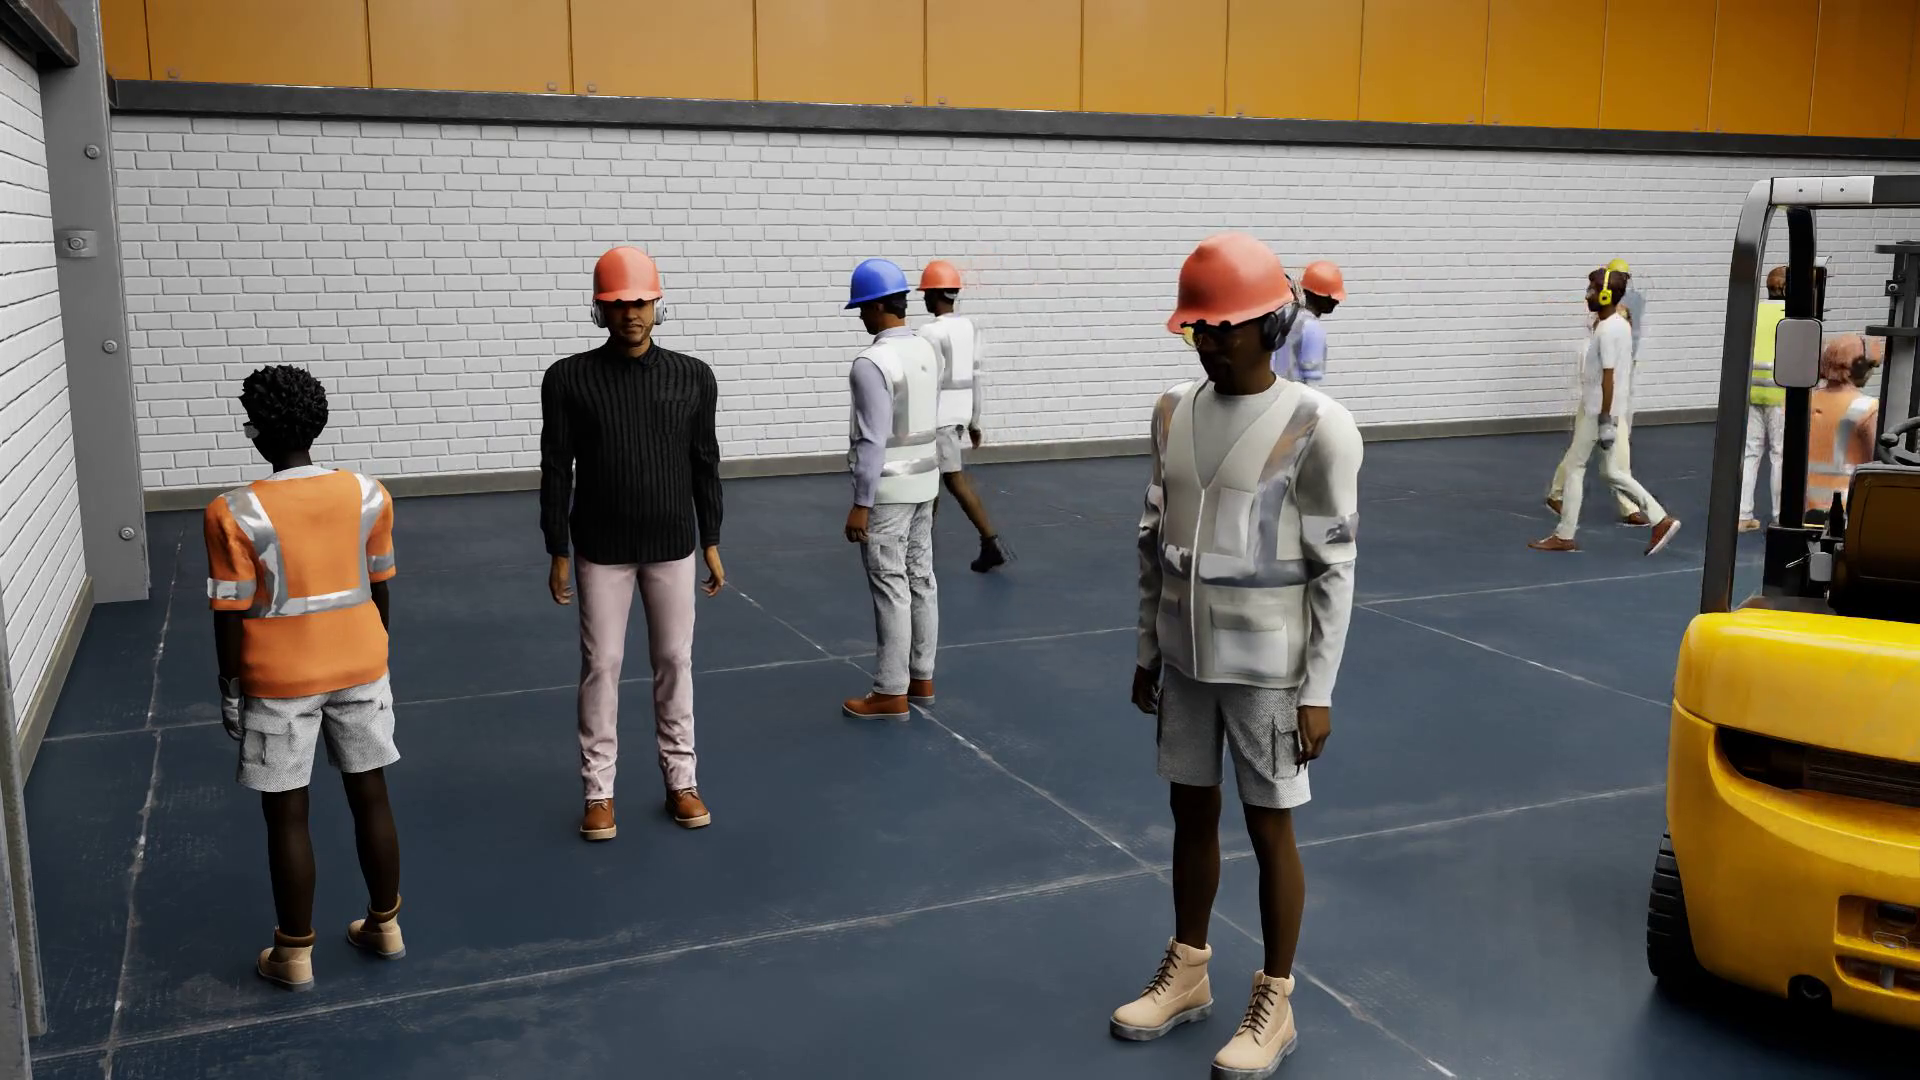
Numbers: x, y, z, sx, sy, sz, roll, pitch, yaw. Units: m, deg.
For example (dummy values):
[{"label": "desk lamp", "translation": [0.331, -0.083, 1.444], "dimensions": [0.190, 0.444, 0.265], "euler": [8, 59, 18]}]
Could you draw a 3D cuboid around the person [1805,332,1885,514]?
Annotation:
[{"label": "person", "translation": [3.798, -0.094, 7.255], "dimensions": [0.436, 1.621, 0.535], "euler": [-2, 11, -12]}]

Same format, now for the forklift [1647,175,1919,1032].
[{"label": "forklift", "translation": [2.810, 0.094, 4.662], "dimensions": [1.214, 2.155, 2.313], "euler": [7, 12, 34]}]

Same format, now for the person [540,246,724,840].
[{"label": "person", "translation": [-1.102, 0.015, 5.645], "dimensions": [0.621, 1.994, 0.381], "euler": [-4, 11, -21]}]

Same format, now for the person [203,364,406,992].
[{"label": "person", "translation": [-1.762, 0.373, 4.514], "dimensions": [0.320, 1.694, 0.531], "euler": [9, 14, 41]}]

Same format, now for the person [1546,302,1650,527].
[{"label": "person", "translation": [4.573, -0.907, 11.862], "dimensions": [0.500, 1.583, 0.907], "euler": [-4, 11, -22]}]

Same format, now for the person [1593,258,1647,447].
[{"label": "person", "translation": [6.326, -1.796, 16.084], "dimensions": [0.591, 1.829, 0.404], "euler": [-5, 12, -27]}]

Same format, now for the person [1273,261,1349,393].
[{"label": "person", "translation": [2.112, -0.779, 10.313], "dimensions": [0.490, 1.889, 0.611], "euler": [-1, 10, -4]}]

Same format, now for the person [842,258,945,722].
[{"label": "person", "translation": [-0.291, -0.205, 7.017], "dimensions": [0.399, 1.938, 0.602], "euler": [5, 11, 25]}]

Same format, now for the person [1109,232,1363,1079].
[{"label": "person", "translation": [0.645, 0.291, 4.022], "dimensions": [0.388, 2.034, 0.605], "euler": [-10, 14, -43]}]

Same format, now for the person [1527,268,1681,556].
[{"label": "person", "translation": [4.149, -0.804, 10.596], "dimensions": [0.848, 1.848, 0.524], "euler": [7, 12, 34]}]

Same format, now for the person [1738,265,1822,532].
[{"label": "person", "translation": [5.558, -0.942, 11.356], "dimensions": [0.430, 1.841, 0.624], "euler": [-6, 12, -31]}]

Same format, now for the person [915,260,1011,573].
[{"label": "person", "translation": [-0.056, -0.754, 10.169], "dimensions": [0.971, 1.899, 0.557], "euler": [7, 12, 32]}]
